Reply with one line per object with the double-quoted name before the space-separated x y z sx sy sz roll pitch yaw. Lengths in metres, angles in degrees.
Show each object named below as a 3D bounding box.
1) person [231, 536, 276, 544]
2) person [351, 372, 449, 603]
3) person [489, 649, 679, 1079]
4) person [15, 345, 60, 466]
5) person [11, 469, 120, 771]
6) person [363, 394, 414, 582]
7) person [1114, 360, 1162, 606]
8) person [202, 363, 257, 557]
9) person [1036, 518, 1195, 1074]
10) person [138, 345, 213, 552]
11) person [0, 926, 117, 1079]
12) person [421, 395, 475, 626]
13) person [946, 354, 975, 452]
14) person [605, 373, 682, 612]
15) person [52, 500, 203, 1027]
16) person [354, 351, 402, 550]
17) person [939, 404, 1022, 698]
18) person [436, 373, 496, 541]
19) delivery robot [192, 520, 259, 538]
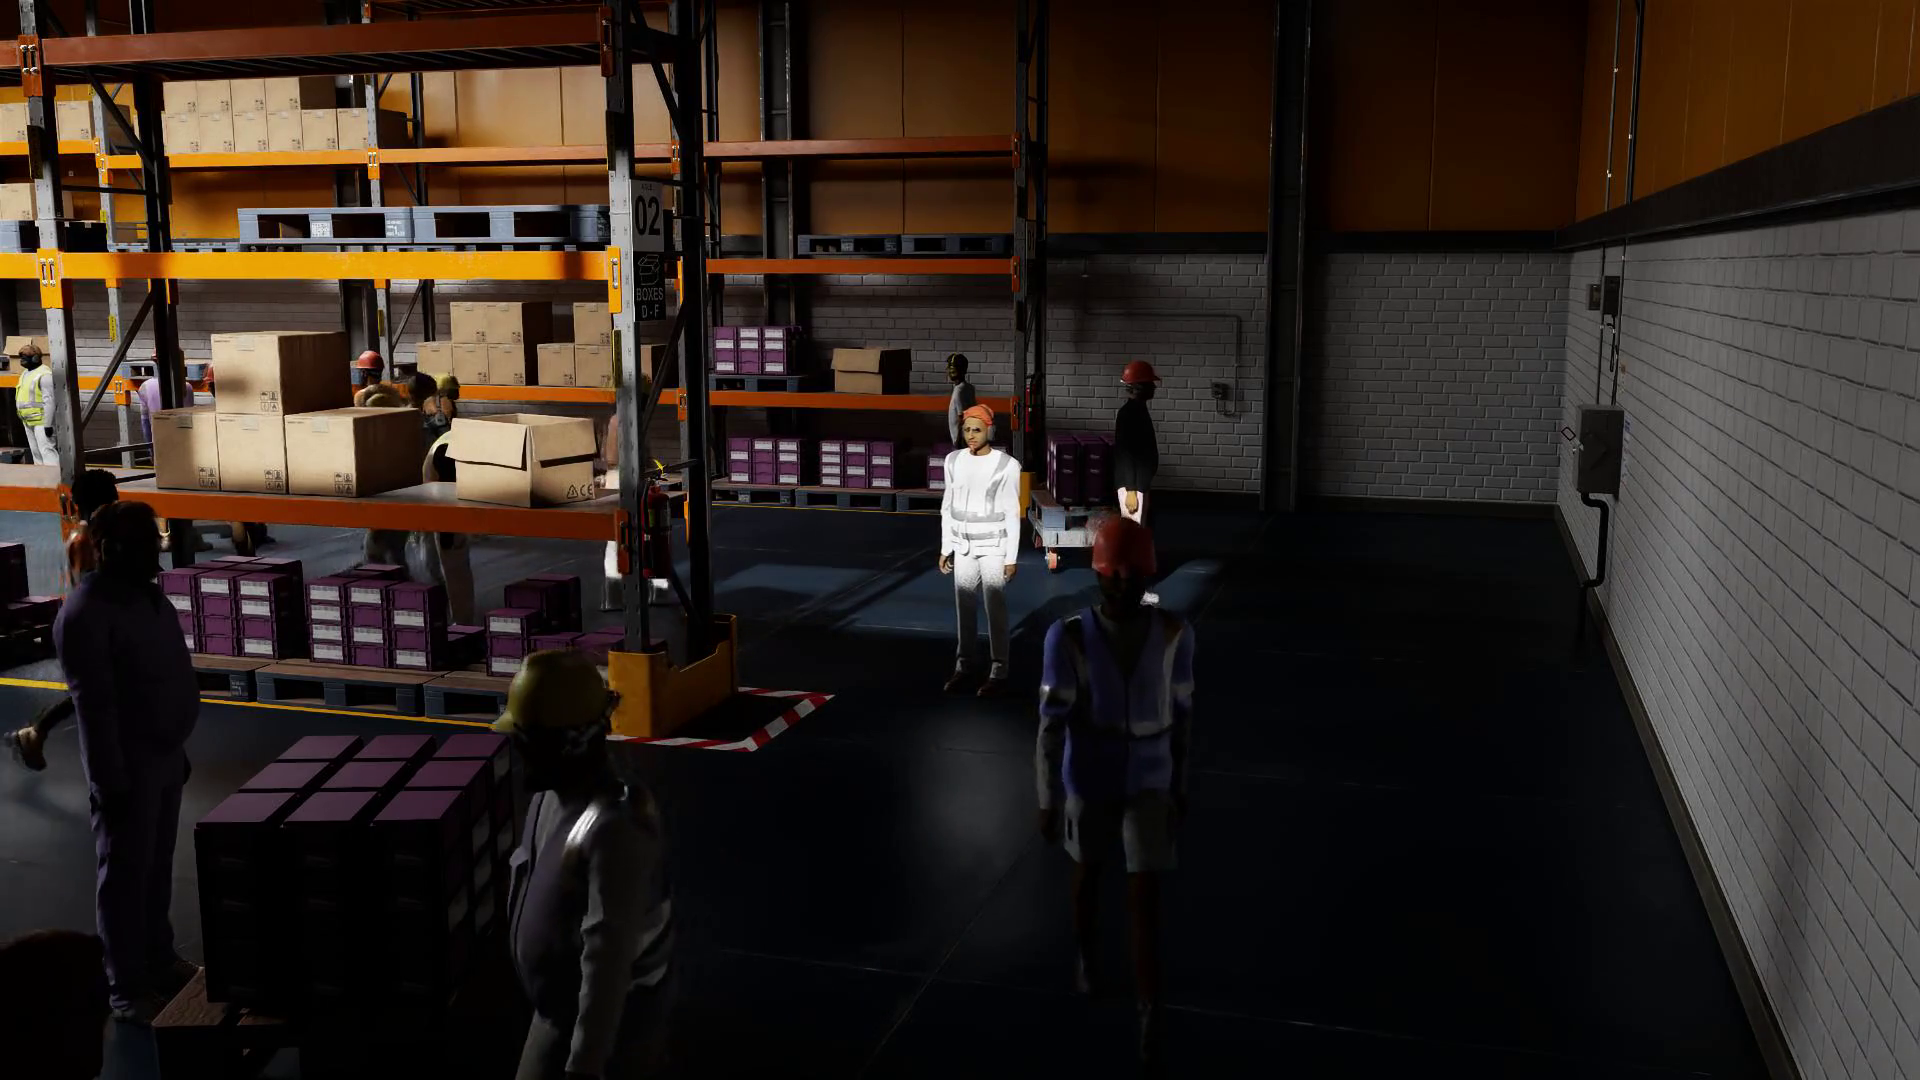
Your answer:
"person" -7.044 -0.830 16.505 0.546 1.754 0.366 5 11 28
"person" -4.528 -0.415 13.536 0.875 1.910 0.640 -1 9 -5
"person" -0.992 1.168 4.145 0.726 1.798 0.616 -6 11 -33
"person" -10.915 -1.392 19.698 0.623 1.836 0.429 7 12 37
"person" -4.706 0.447 8.947 0.707 1.674 0.535 -2 9 -11
"person" -4.366 -0.205 12.578 0.507 1.793 0.604 3 10 18
"person" 1.424 -0.444 13.402 0.375 1.997 0.612 3 10 17
"person" -6.388 -0.604 14.554 0.360 1.939 0.543 -1 9 -4
"person" 0.551 0.846 5.907 0.571 1.882 1.009 -1 9 -3
"person" -7.534 -0.887 15.966 0.607 2.044 0.379 3 10 16
"person" -1.600 1.462 2.928 0.406 1.612 0.534 -6 11 -32
"person" -3.674 -0.121 11.938 0.429 1.837 0.628 -2 10 -14
"person" 0.000 -0.967 17.001 0.328 1.865 0.517 2 10 11
"person" -2.546 -0.383 13.337 0.798 1.890 0.581 -8 12 -41
"person" -2.991 0.801 6.089 0.411 1.908 0.643 -1 9 -6
"person" -5.651 -0.861 16.120 0.371 1.939 0.543 4 10 25
"person" 0.131 0.068 10.656 0.579 1.879 0.348 7 11 35
"person" -5.163 -0.814 16.602 0.930 1.696 0.494 -1 9 -5
"delivery robot" -7.154 -0.223 16.145 0.707 0.478 0.477 -4 10 -19
